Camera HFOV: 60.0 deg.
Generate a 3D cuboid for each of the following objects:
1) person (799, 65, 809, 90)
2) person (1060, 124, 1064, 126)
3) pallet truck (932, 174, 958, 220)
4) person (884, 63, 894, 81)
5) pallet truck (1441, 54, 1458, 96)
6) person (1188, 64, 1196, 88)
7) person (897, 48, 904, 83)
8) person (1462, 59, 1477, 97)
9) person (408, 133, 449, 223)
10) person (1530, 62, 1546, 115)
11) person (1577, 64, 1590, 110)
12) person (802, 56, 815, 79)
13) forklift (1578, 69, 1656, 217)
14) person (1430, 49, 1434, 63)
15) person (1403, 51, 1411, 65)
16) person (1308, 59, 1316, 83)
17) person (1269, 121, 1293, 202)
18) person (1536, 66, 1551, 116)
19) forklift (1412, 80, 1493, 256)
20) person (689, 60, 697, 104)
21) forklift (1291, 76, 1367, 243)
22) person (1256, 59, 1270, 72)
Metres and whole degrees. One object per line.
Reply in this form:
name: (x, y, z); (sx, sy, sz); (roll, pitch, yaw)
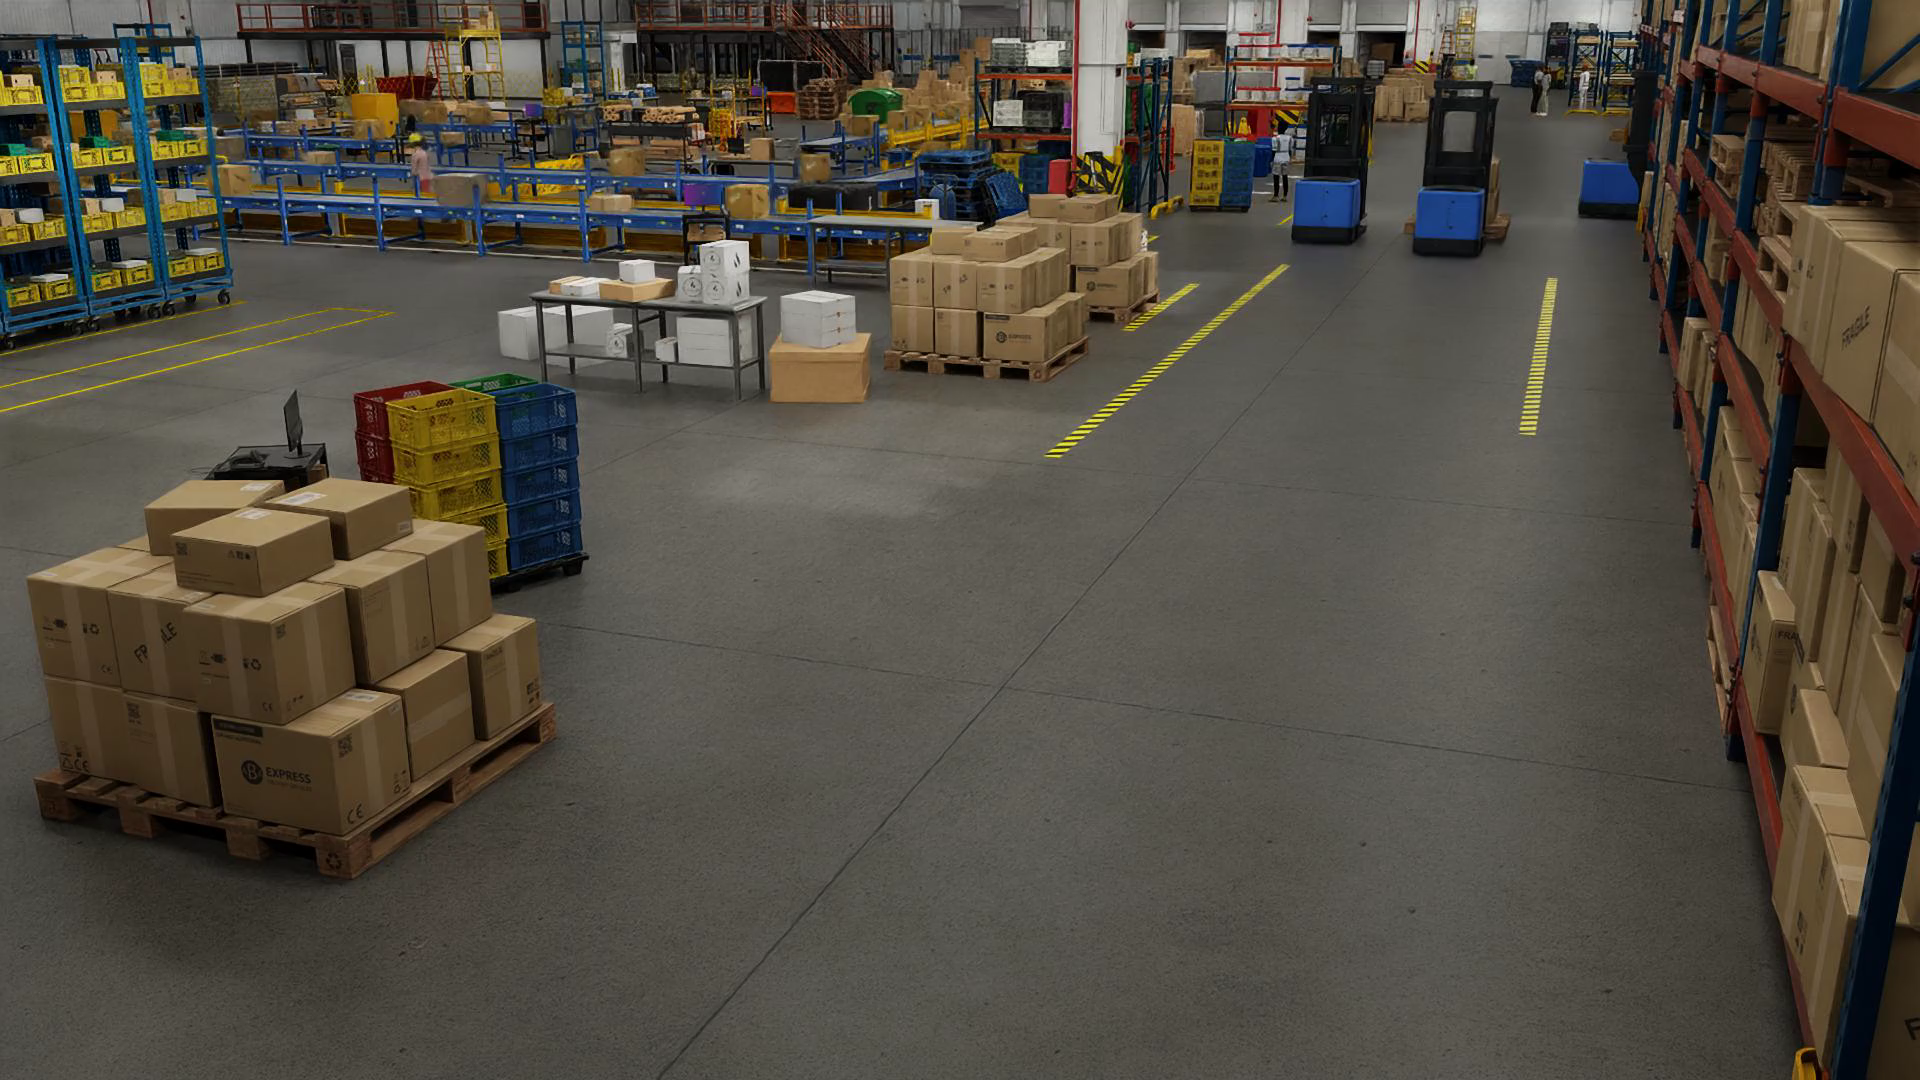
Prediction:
person: (-6.460, -19.025, 69.775); (0.570, 1.751, 0.534); (13, 22, 36)
person: (2.701, -11.860, 47.499); (0.498, 1.601, 0.801); (6, 19, 19)
pallet truck: (-0.507, -5.292, 27.348); (0.653, 1.274, 1.630); (6, 19, 19)
person: (-2.987, -18.932, 69.345); (0.523, 1.841, 0.799); (7, 19, 21)
pallet truck: (22.765, -21.886, 78.355); (0.823, 1.965, 1.885); (-4, 18, -14)
person: (9.396, -18.059, 66.503); (0.614, 1.892, 0.616); (-2, 18, -5)
person: (-3.352, -26.635, 93.373); (0.401, 1.939, 0.602); (1, 18, 4)
person: (23.637, -21.381, 77.100); (0.636, 1.808, 0.939); (0, 18, -2)
person: (-10.157, -6.831, 31.514); (0.925, 1.718, 0.529); (1, 18, 4)
person: (22.710, -17.709, 65.161); (0.535, 2.000, 0.693); (2, 18, 7)
person: (24.802, -17.955, 66.190); (0.573, 1.883, 0.354); (-14, 22, -38)
person: (-6.881, -21.048, 75.785); (0.608, 1.959, 0.384); (4, 18, 12)
forklift: (13.219, -7.740, 32.475); (1.873, 2.768, 1.129); (6, 19, 18)
person: (25.728, -25.897, 91.073); (0.366, 1.926, 0.592); (-5, 18, -14)
person: (23.222, -24.457, 86.591); (0.665, 1.898, 0.574); (-7, 19, -22)
person: (19.751, -26.632, 93.271); (0.379, 1.996, 0.608); (6, 19, 19)
person: (6.804, -8.028, 35.300); (0.541, 1.696, 0.315); (-9, 20, -25)
person: (22.728, -17.442, 64.600); (0.322, 1.871, 0.531); (-3, 18, -10)
forklift: (8.304, -6.264, 27.837); (1.129, 2.768, 1.873); (6, 19, 19)
person: (-11.680, -20.044, 72.815); (0.346, 1.847, 0.506); (0, 18, -1)
forklift: (6.598, -6.755, 29.381); (1.129, 2.768, 1.873); (6, 19, 19)
person: (14.081, -21.487, 77.472); (0.619, 1.784, 1.022); (-4, 18, -14)
